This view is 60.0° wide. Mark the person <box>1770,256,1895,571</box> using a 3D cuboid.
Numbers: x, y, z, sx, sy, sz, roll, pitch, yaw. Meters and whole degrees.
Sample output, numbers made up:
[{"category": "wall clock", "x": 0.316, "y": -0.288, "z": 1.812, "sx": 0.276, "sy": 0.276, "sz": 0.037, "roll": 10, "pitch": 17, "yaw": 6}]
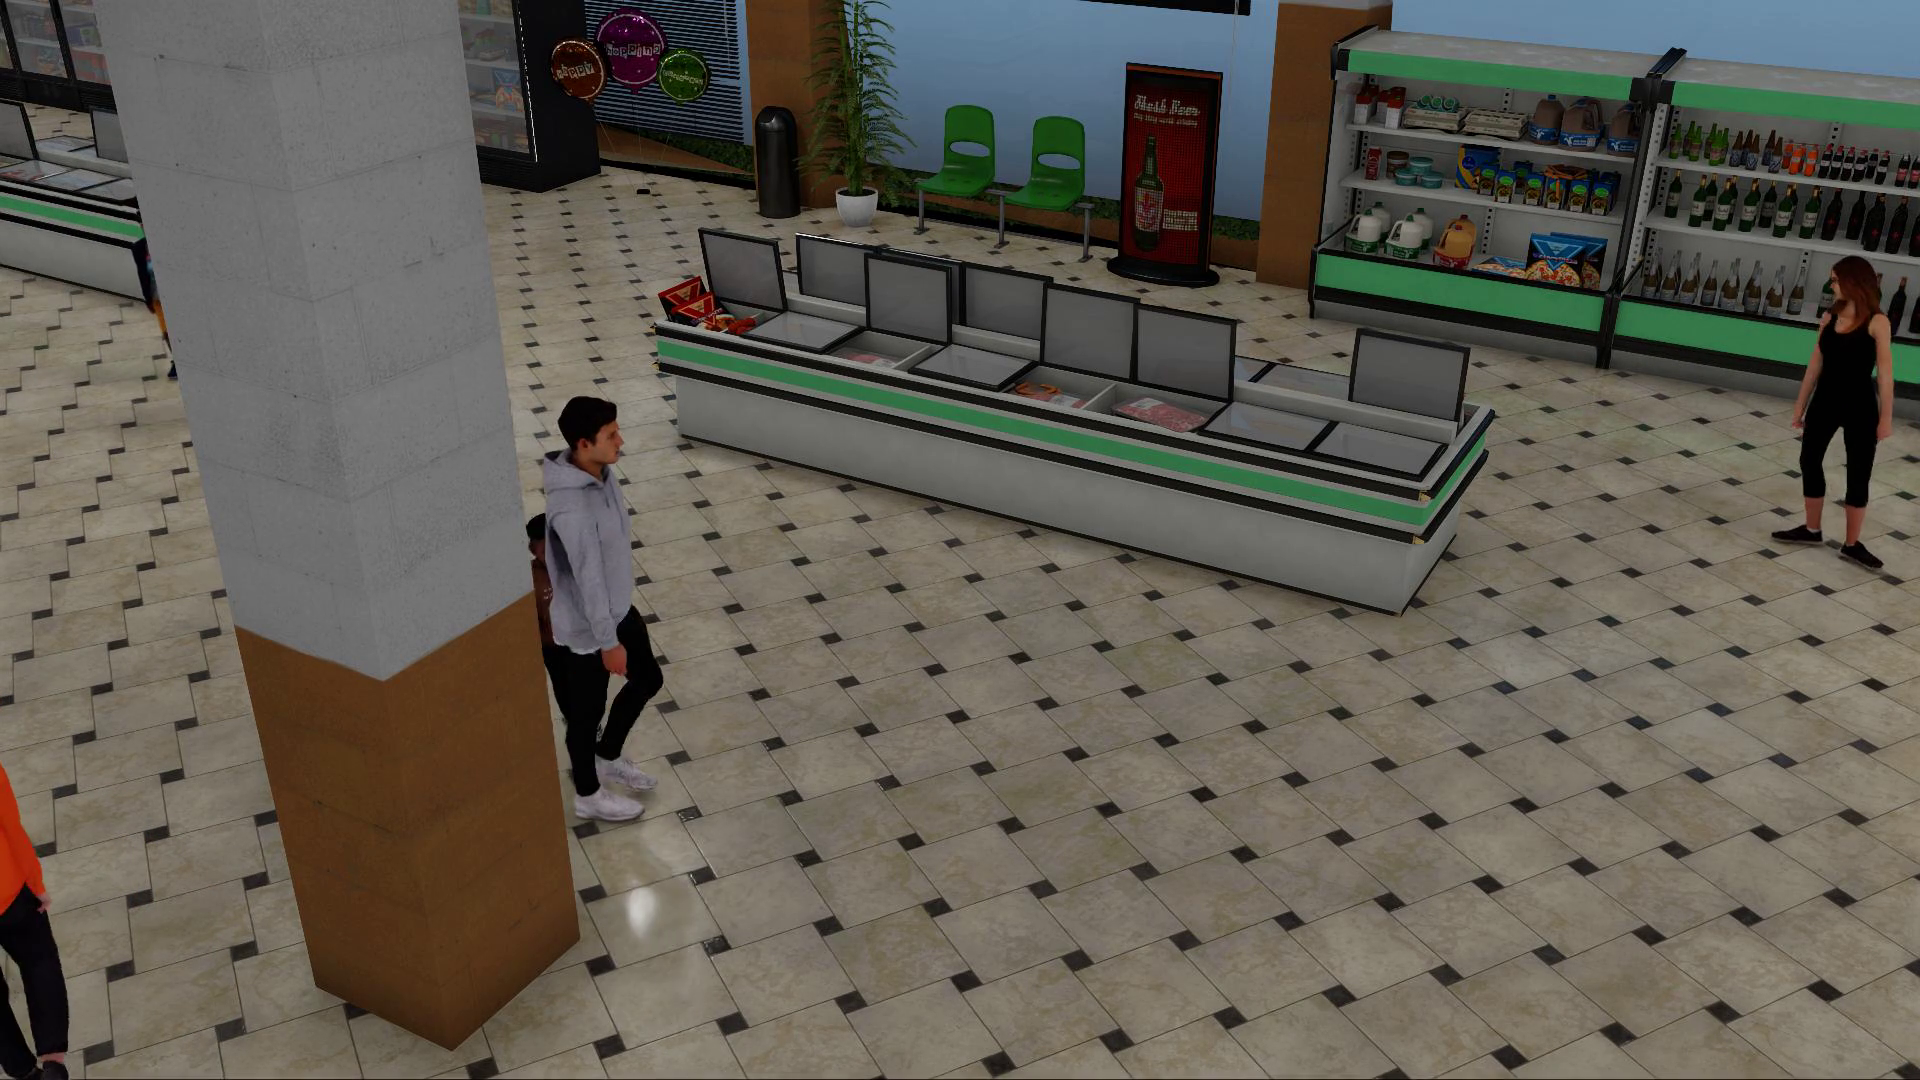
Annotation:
[{"category": "person", "x": 4.873, "y": -0.678, "z": 9.016, "sx": 0.908, "sy": 1.702, "sz": 0.719, "roll": -22, "pitch": 34, "yaw": -37}]

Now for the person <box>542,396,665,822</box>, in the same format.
[{"category": "person", "x": -1.594, "y": 0.319, "z": 6.820, "sx": 0.776, "sy": 1.911, "sz": 0.795, "roll": 3, "pitch": 27, "yaw": 7}]

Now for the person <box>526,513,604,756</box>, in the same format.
[{"category": "person", "x": -1.776, "y": 0.405, "z": 7.395, "sx": 0.615, "sy": 1.236, "sz": 0.647, "roll": -13, "pitch": 30, "yaw": -24}]

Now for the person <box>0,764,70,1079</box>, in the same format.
[{"category": "person", "x": -3.108, "y": 1.220, "z": 5.243, "sx": 0.814, "sy": 1.730, "sz": 0.900, "roll": -15, "pitch": 30, "yaw": -27}]
